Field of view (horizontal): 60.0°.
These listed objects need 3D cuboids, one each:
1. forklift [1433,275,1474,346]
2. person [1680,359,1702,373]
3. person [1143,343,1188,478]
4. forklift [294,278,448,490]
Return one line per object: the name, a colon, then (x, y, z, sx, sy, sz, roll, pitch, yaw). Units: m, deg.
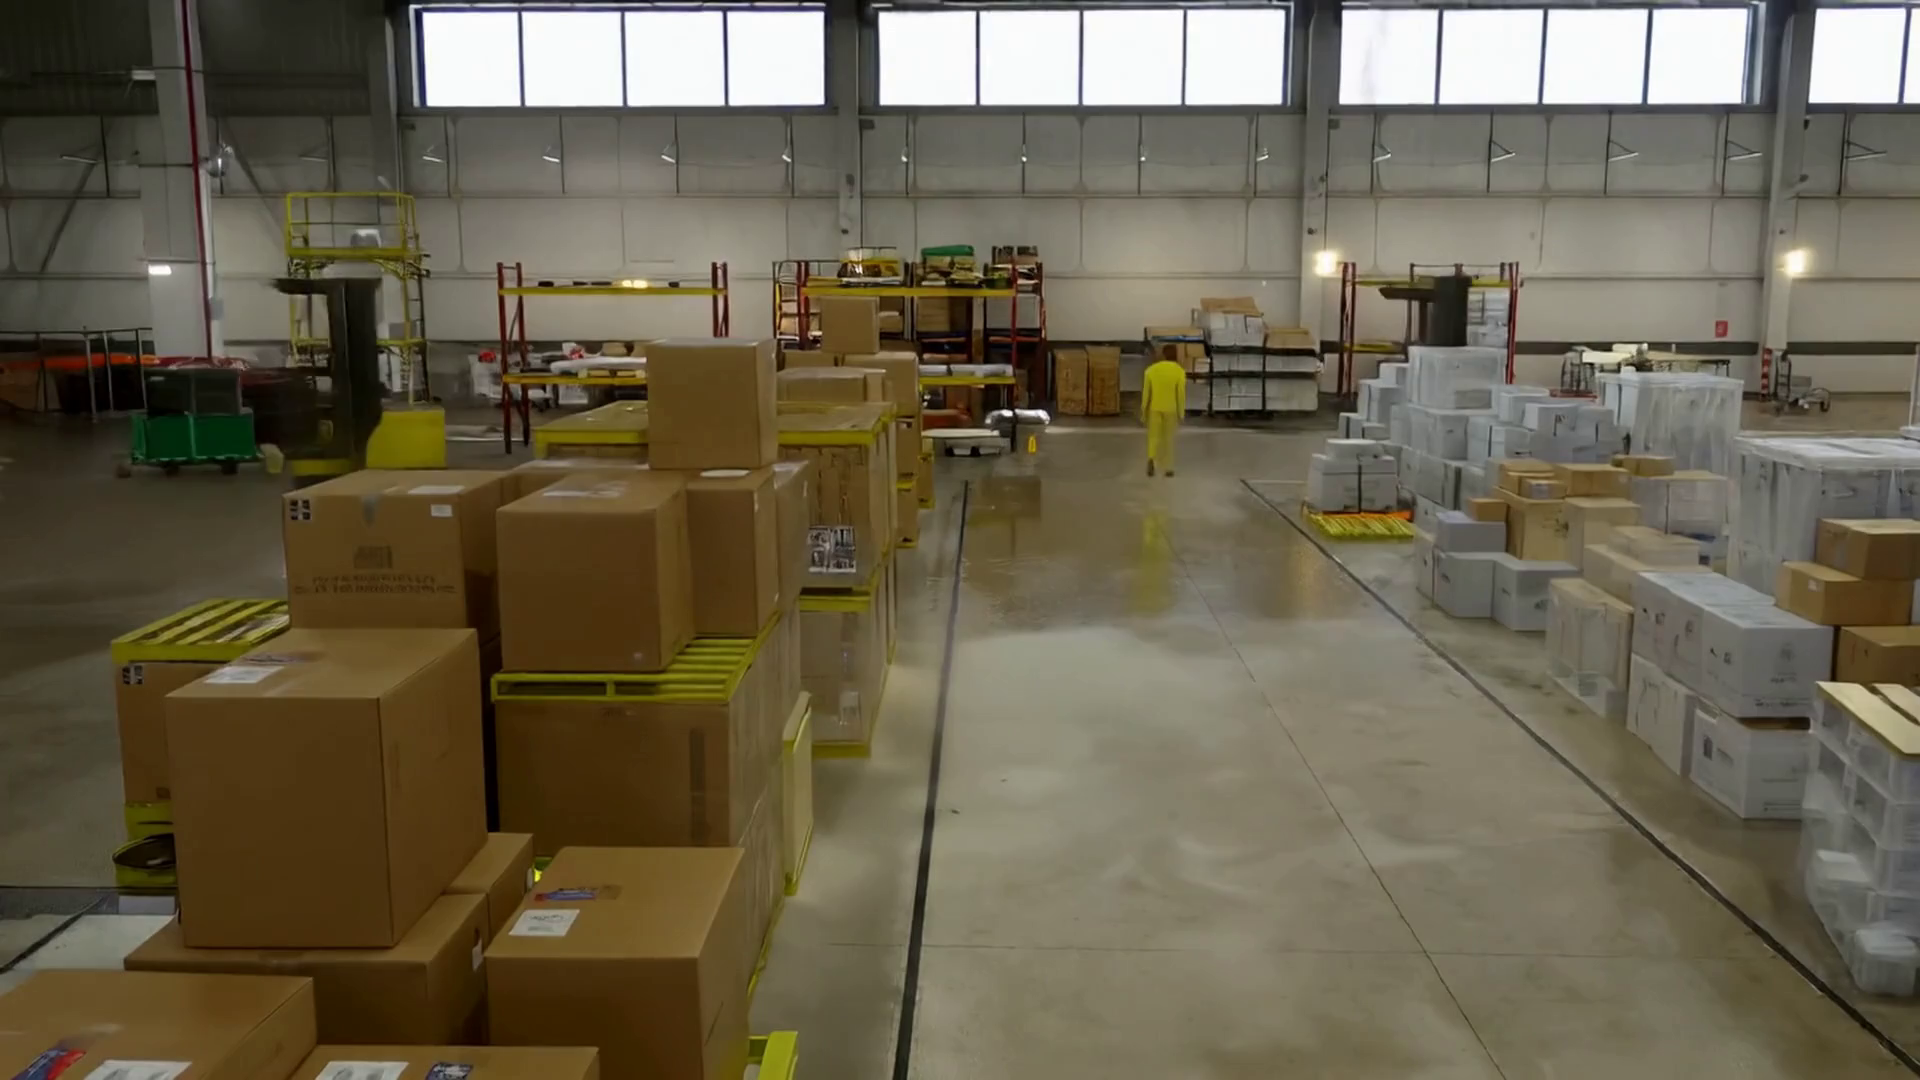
forklift: (7.808, -2.815, 26.495, 1.873, 2.768, 1.129, 0, 9, 1)
person: (9.029, -1.324, 20.666, 0.632, 1.846, 0.429, -3, 10, -18)
person: (2.872, -1.808, 23.339, 0.650, 1.916, 0.629, 4, 10, 24)
forklift: (-7.896, -2.082, 22.107, 1.873, 2.768, 1.129, -4, 10, -25)
